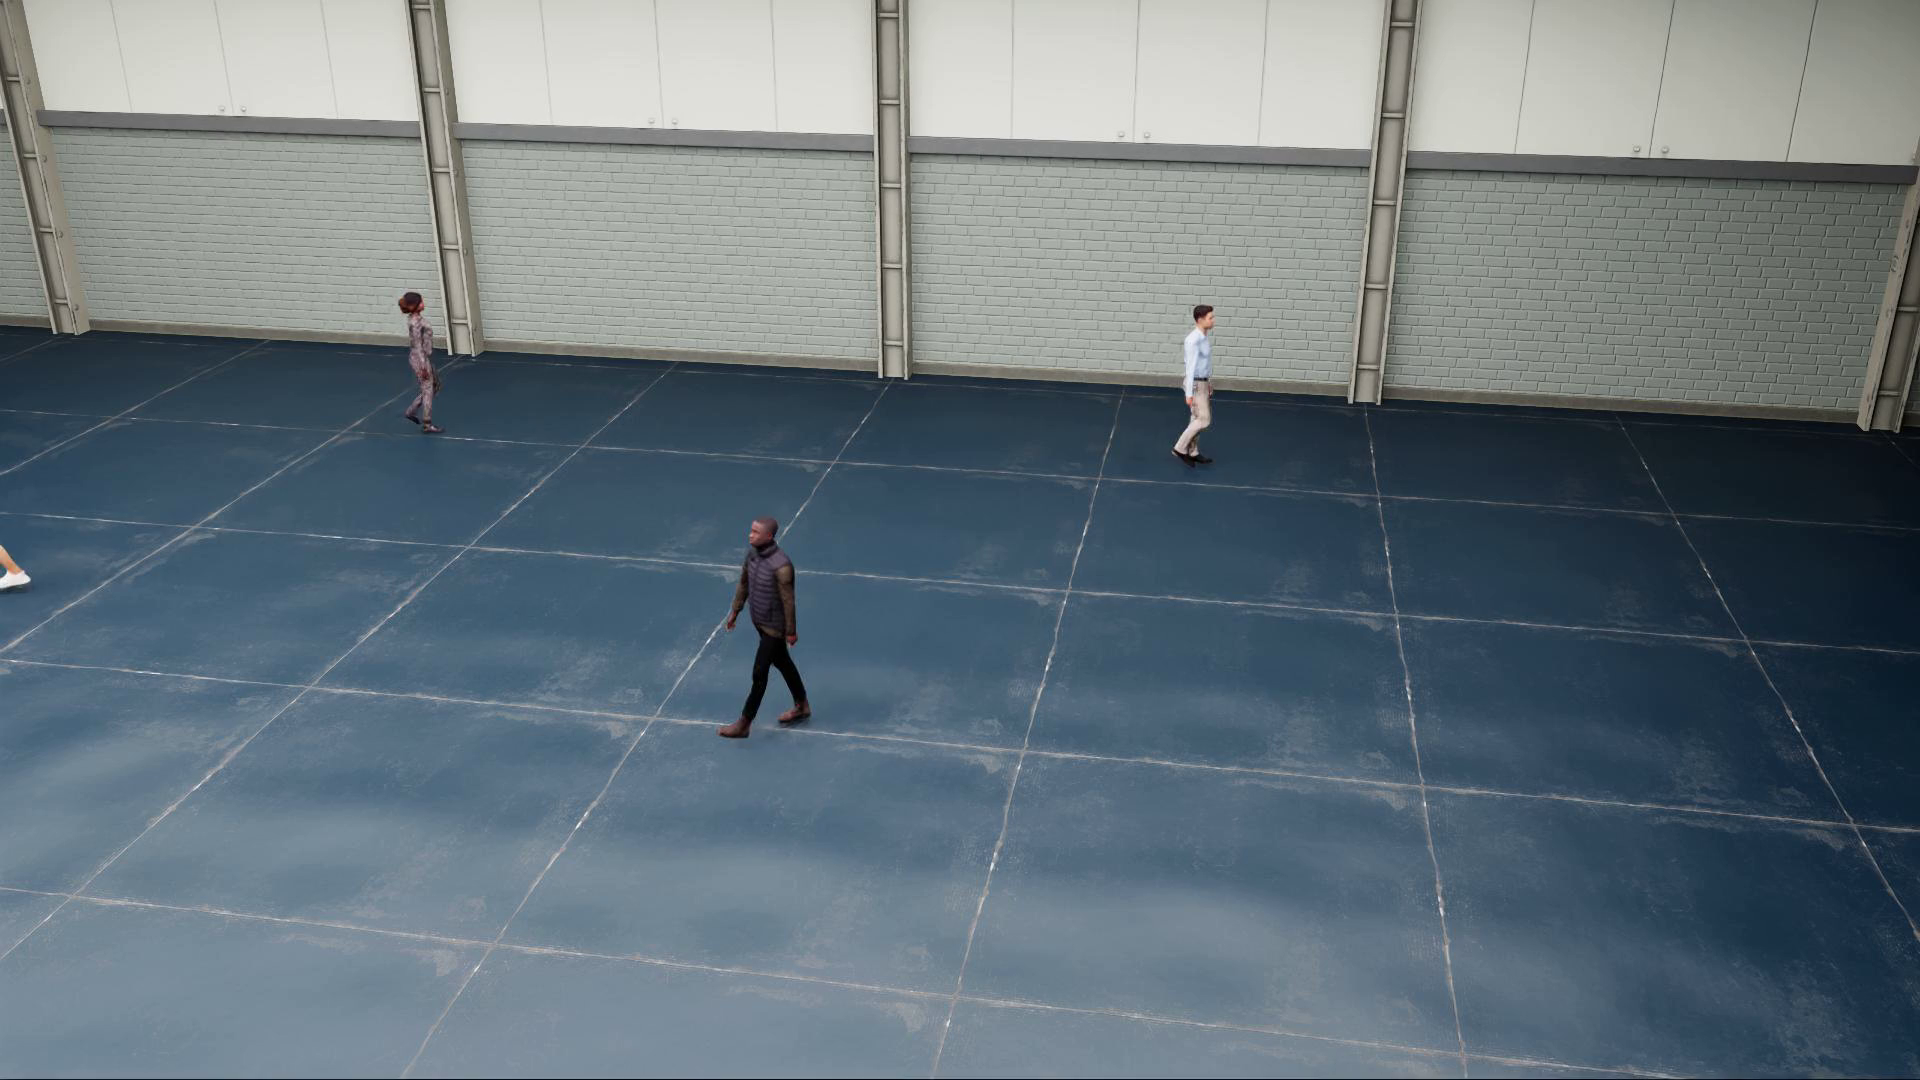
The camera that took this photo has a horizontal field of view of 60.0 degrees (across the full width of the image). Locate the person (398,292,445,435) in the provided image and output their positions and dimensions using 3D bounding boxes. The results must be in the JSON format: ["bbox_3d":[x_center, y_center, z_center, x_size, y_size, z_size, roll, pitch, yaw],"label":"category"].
[{"bbox_3d":[-6.337,-2.045,19.339,0.811,1.703,0.728,-6,24,-15],"label":"person"}]

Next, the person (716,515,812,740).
[{"bbox_3d":[-1.384,0.645,12.896,1.192,1.797,1.101,-13,26,-28],"label":"person"}]

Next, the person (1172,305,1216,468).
[{"bbox_3d":[2.546,-1.704,18.379,0.717,1.828,0.688,7,24,15],"label":"person"}]
